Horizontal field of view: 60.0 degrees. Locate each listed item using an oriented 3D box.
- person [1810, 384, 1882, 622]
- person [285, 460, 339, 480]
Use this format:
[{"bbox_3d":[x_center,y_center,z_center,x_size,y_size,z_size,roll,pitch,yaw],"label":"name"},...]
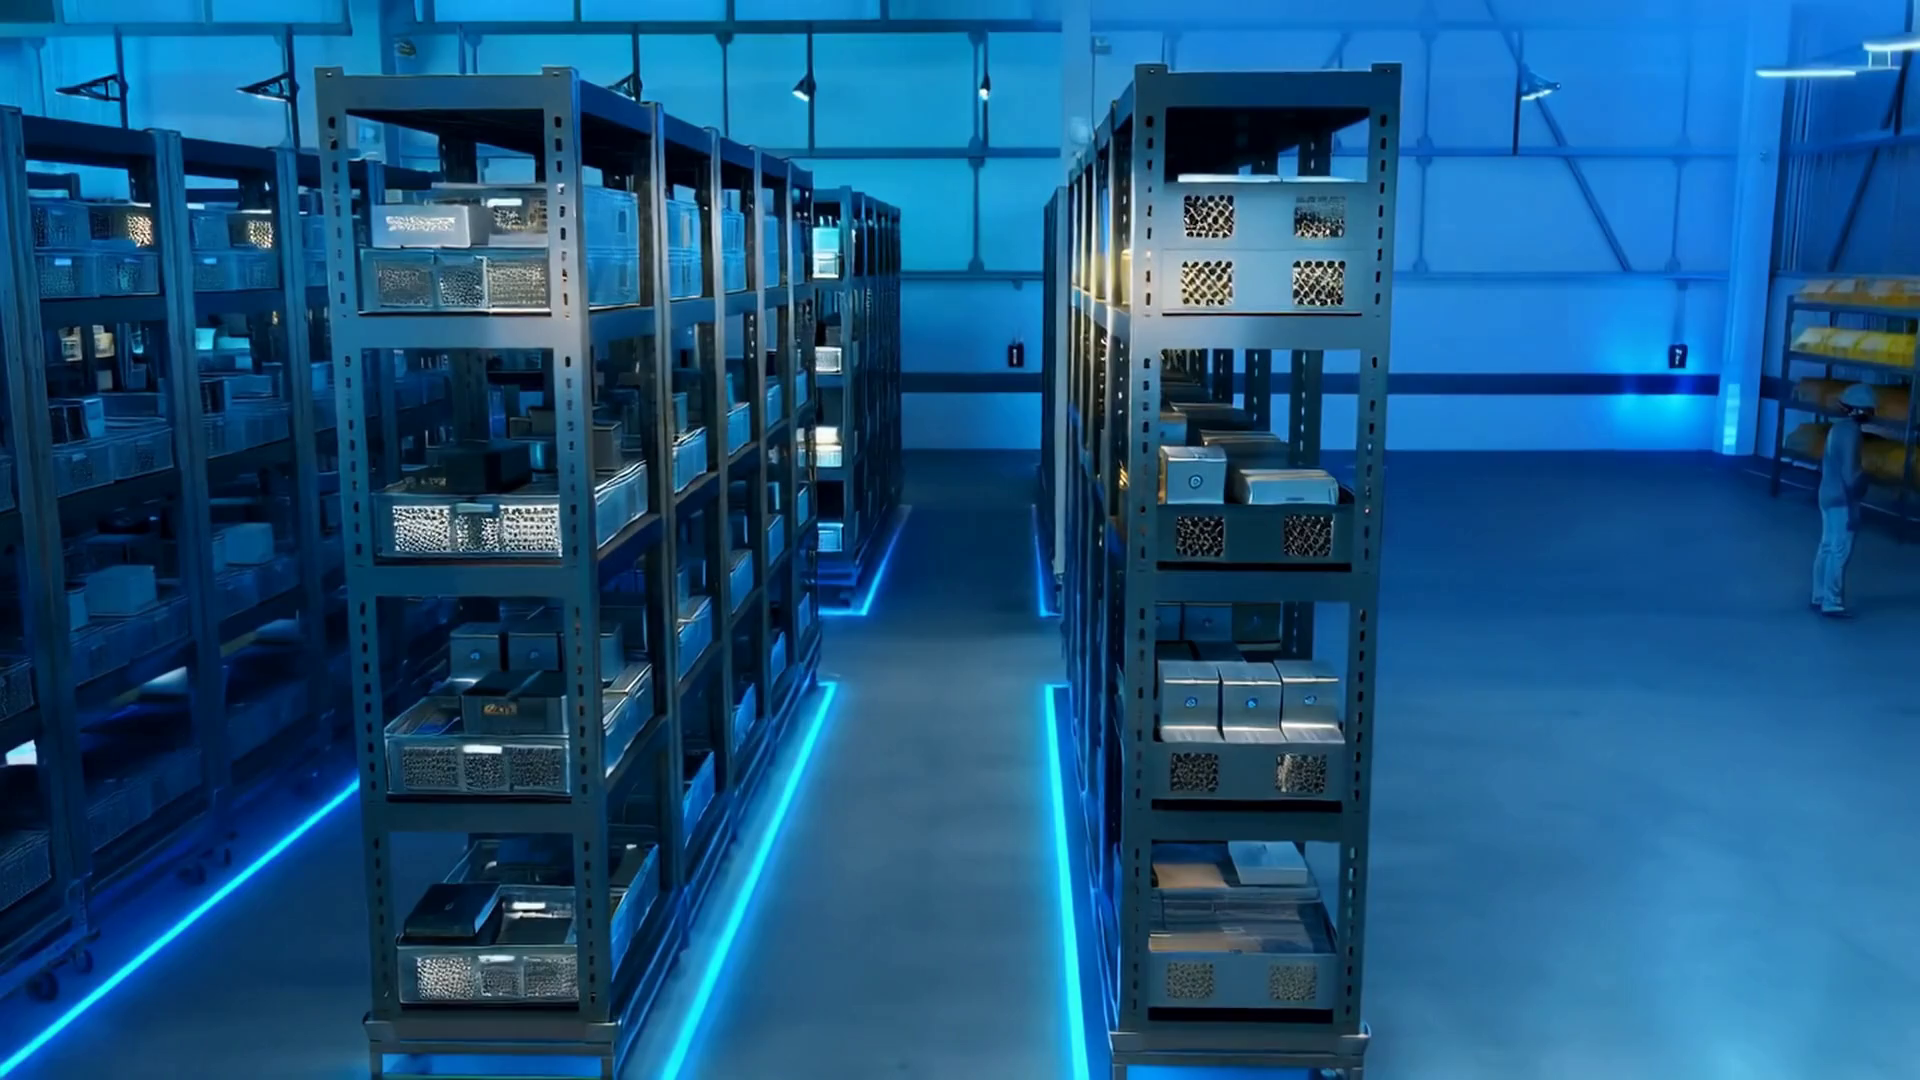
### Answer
[{"bbox_3d":[7.379,-0.306,13.851,0.401,1.987,0.609,1,10,8],"label":"person"},{"bbox_3d":[-8.775,-1.650,22.224,0.777,1.809,0.599,-1,10,-9],"label":"person"}]
